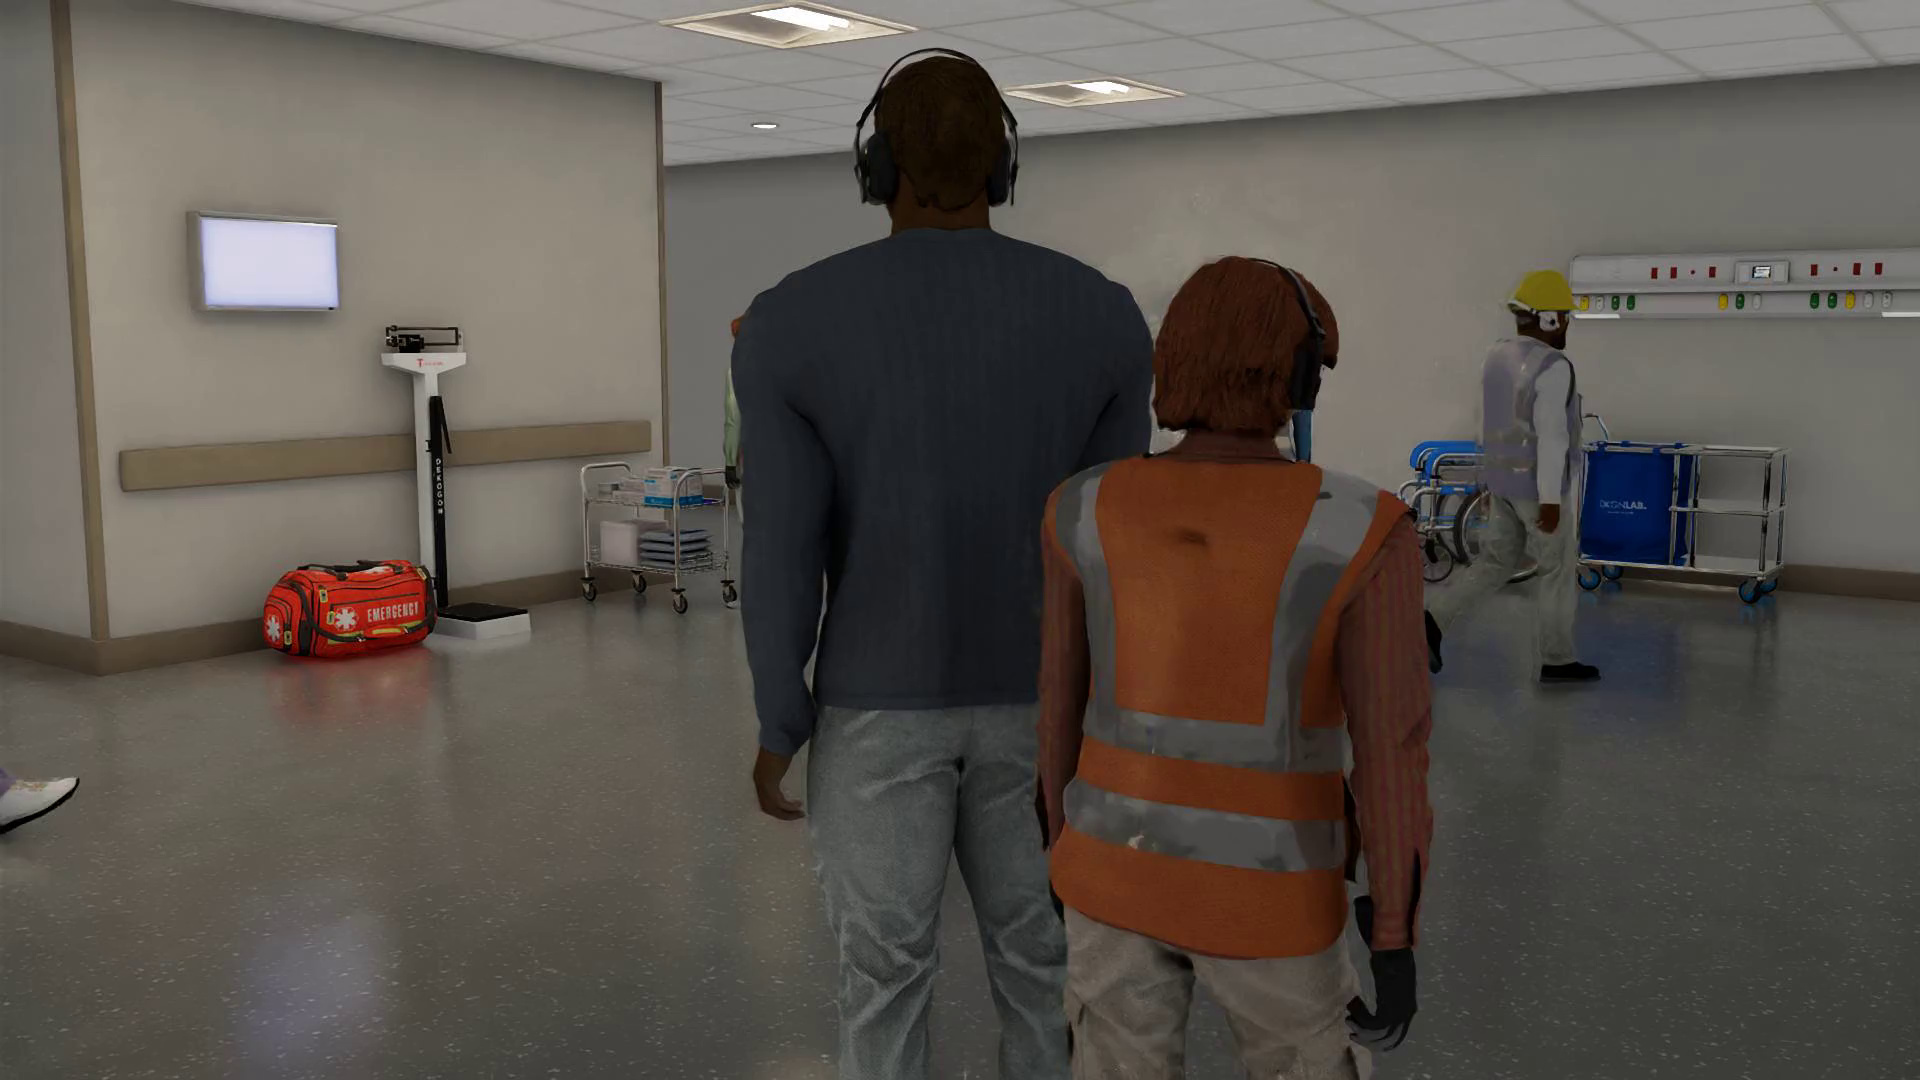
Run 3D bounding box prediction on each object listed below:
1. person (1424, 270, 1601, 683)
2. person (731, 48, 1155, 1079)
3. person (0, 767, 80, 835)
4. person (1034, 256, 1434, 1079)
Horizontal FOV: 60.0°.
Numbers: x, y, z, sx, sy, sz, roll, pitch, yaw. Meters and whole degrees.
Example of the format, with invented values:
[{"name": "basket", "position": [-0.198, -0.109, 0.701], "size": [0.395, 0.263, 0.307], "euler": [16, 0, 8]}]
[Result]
[{"name": "person", "position": [2.391, -0.260, 7.204], "size": [0.791, 1.806, 0.600], "euler": [-1, 7, -11]}, {"name": "person", "position": [-0.024, 0.255, 2.507], "size": [0.628, 1.940, 0.373], "euler": [-2, 7, -13]}, {"name": "person", "position": [-3.197, -0.007, 4.917], "size": [0.976, 1.852, 0.676], "euler": [-3, 8, -19]}, {"name": "person", "position": [0.320, 0.463, 2.100], "size": [0.549, 1.621, 0.359], "euler": [4, 8, 27]}]
